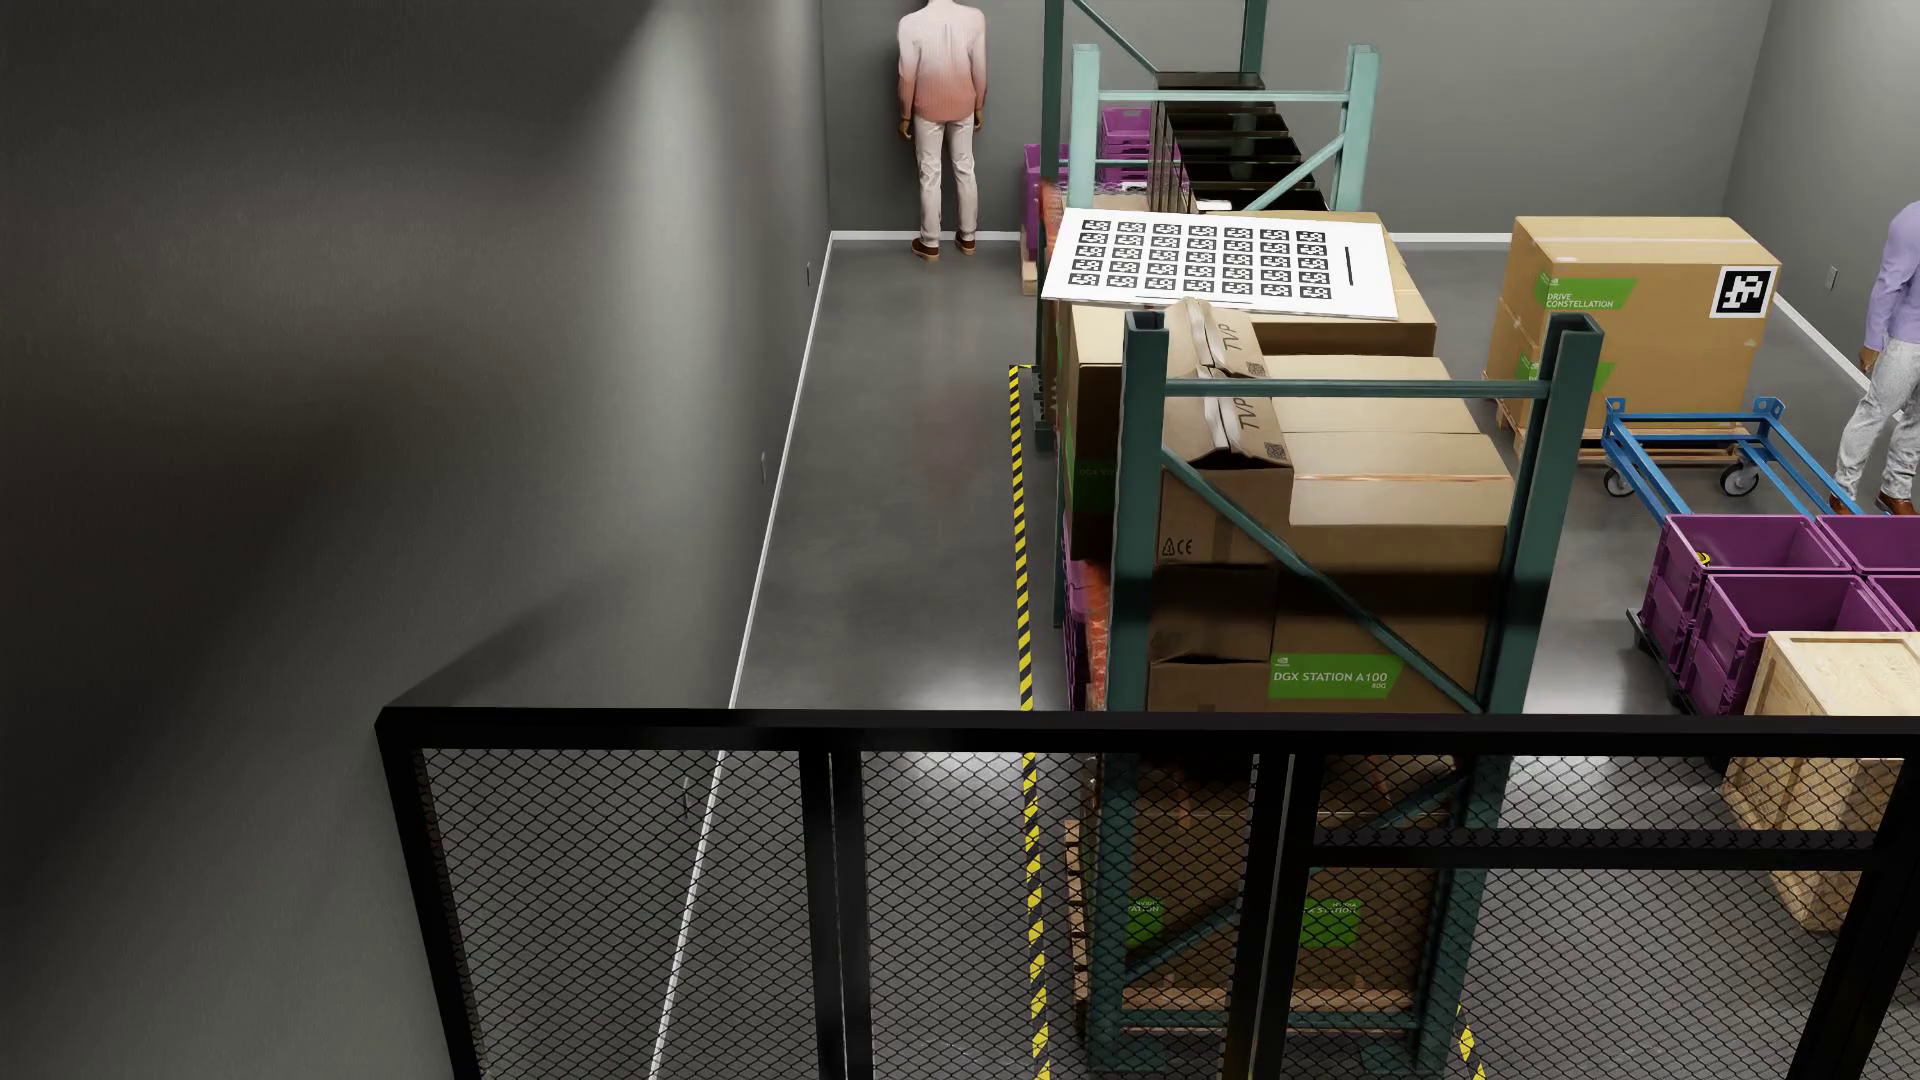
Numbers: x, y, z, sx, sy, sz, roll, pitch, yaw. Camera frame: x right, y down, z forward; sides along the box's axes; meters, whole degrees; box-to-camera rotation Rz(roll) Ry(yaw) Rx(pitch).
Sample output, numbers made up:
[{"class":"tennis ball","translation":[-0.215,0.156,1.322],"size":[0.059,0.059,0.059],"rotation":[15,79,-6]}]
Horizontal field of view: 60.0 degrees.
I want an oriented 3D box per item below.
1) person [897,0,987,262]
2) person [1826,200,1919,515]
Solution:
[{"class":"person","translation":[-0.126,-2.815,10.837],"size":[0.612,1.994,0.394],"rotation":[-12,33,-19]},{"class":"person","translation":[4.531,-0.939,7.774],"size":[0.637,1.938,0.355],"rotation":[-1,31,-2]}]
